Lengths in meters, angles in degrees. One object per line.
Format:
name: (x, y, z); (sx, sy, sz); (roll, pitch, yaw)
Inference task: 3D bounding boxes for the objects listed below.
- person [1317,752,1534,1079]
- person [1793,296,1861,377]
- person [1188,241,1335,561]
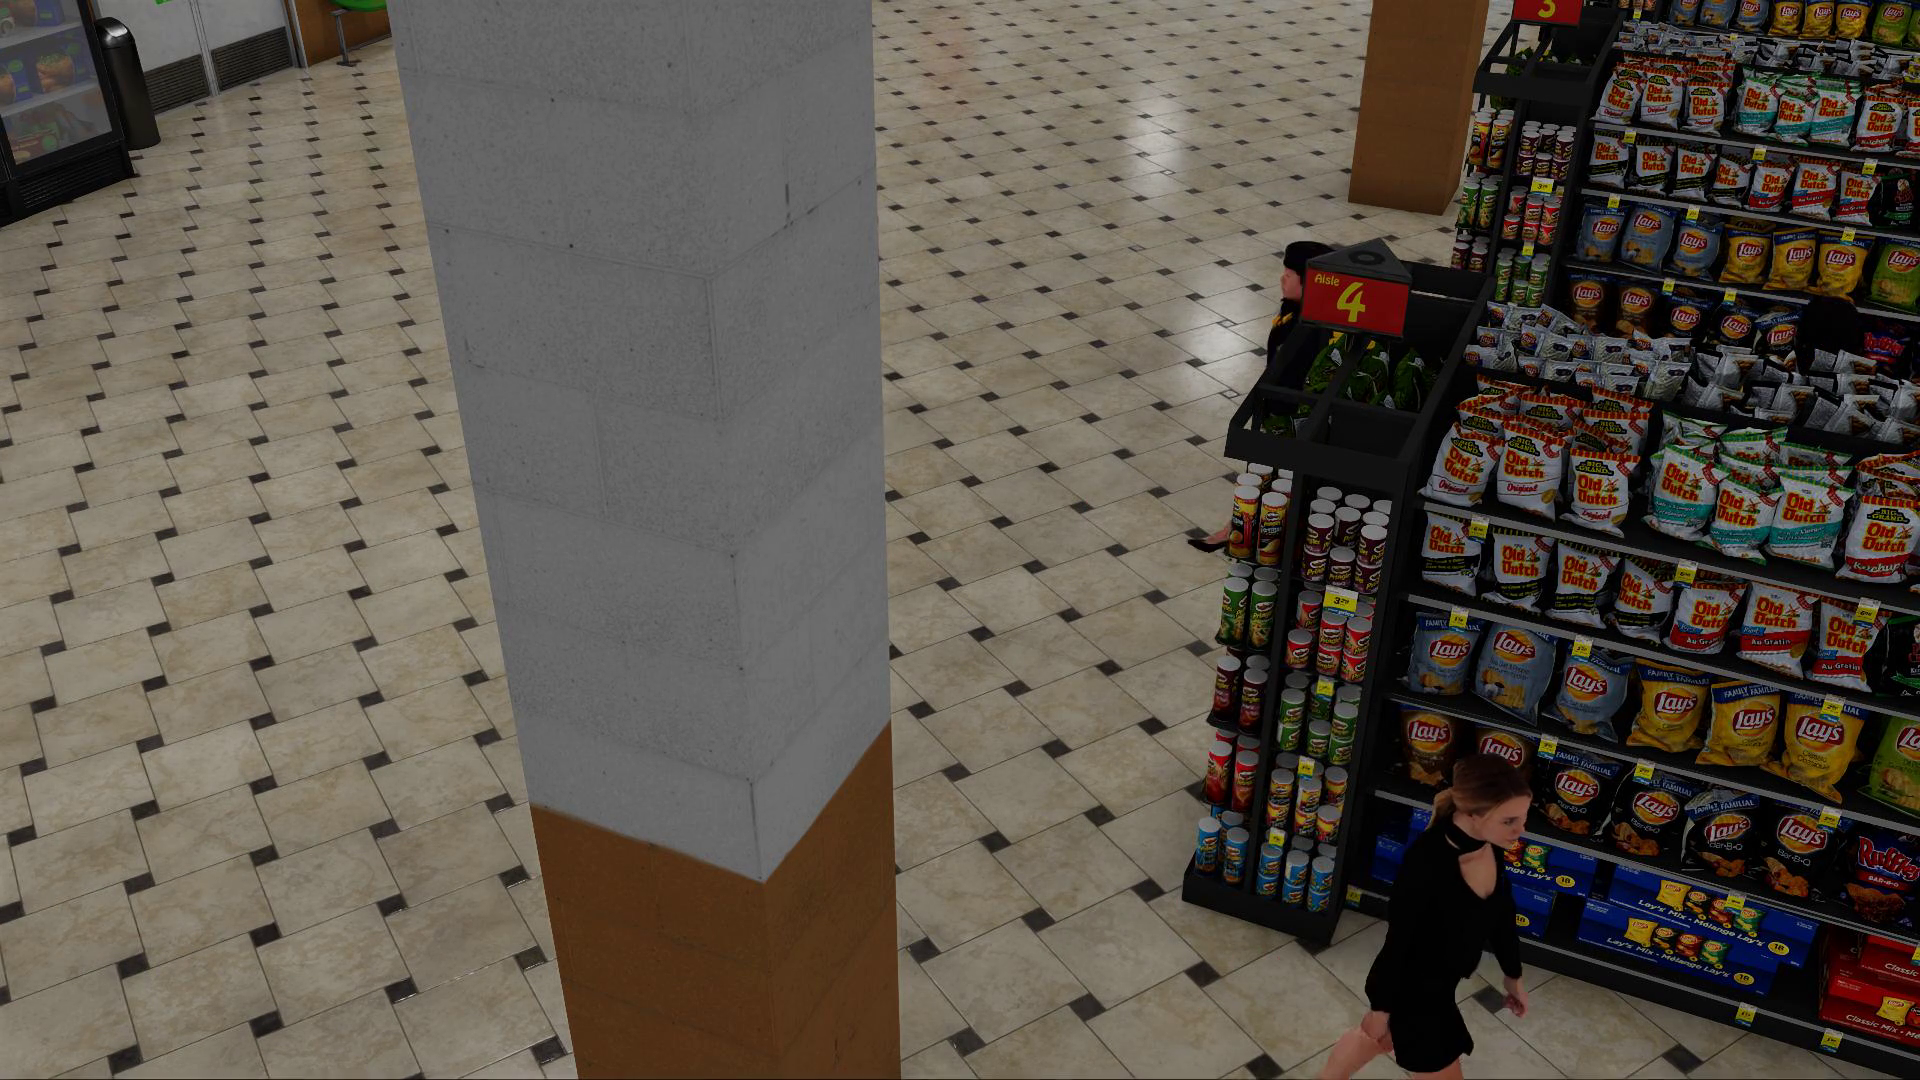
person: (1.243, 1.240, 4.674); (1.192, 1.720, 0.863); (28, 41, 37)
person: (3.666, -0.261, 7.197); (0.839, 1.603, 1.014); (-27, 41, -36)
person: (1.647, -0.538, 7.603); (1.086, 1.645, 0.938); (-1, 32, -1)
